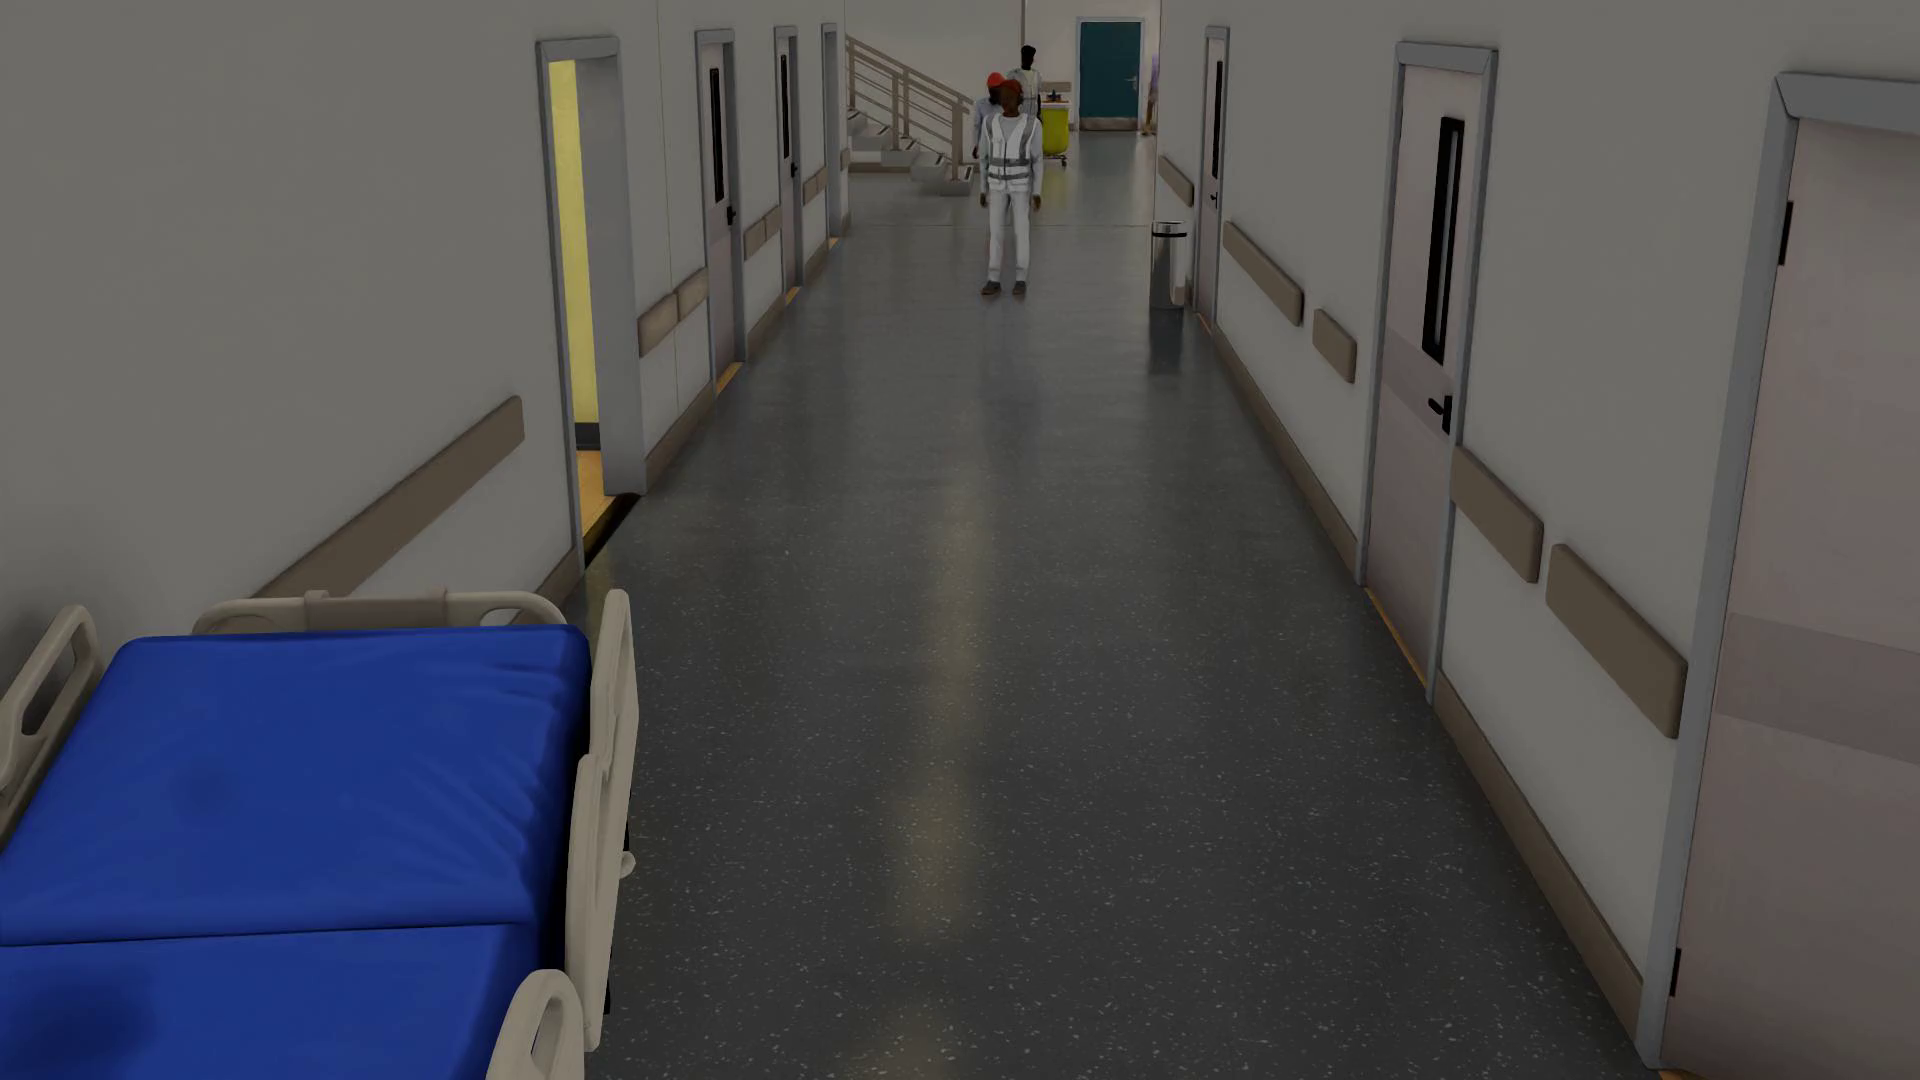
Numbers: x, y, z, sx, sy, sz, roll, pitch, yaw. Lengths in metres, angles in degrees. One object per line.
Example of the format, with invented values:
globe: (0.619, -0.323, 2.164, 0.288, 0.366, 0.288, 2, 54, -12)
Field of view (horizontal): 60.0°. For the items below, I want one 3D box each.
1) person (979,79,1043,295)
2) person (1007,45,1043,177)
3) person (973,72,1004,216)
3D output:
person: (0.438, -3.123, 14.769, 0.583, 1.881, 0.375, 6, 19, 19)
person: (0.994, -6.483, 25.199, 0.604, 1.959, 0.378, -10, 20, -29)
person: (0.471, -4.935, 20.693, 0.563, 1.733, 0.668, 8, 20, 25)
